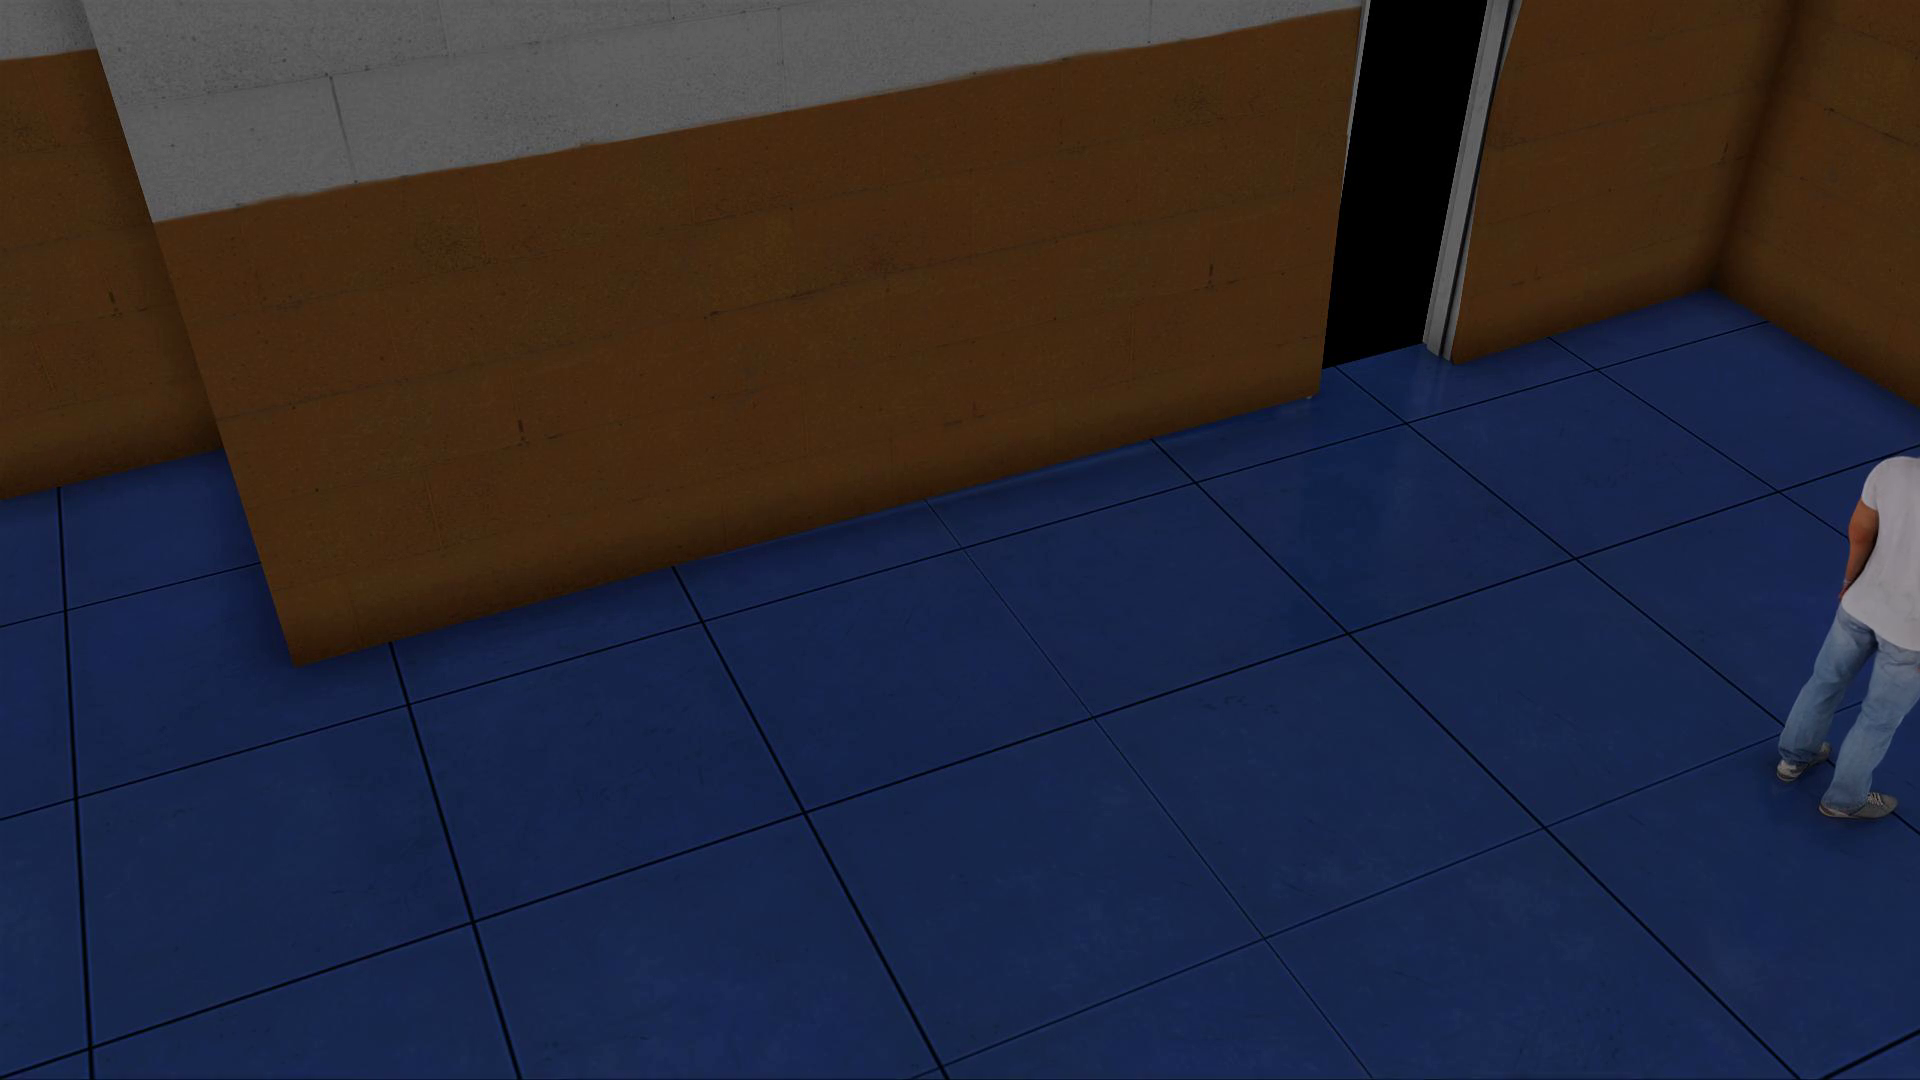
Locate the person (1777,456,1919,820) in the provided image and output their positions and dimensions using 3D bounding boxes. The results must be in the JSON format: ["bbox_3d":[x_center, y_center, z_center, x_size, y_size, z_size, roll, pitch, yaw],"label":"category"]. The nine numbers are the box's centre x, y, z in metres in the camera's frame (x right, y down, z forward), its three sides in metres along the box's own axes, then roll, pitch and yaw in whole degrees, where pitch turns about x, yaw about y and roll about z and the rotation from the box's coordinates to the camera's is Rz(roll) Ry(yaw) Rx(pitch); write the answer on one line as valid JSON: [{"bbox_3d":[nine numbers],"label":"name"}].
[{"bbox_3d":[3.528,0.272,6.281,0.744,1.866,0.516,-13,39,-16],"label":"person"}]
